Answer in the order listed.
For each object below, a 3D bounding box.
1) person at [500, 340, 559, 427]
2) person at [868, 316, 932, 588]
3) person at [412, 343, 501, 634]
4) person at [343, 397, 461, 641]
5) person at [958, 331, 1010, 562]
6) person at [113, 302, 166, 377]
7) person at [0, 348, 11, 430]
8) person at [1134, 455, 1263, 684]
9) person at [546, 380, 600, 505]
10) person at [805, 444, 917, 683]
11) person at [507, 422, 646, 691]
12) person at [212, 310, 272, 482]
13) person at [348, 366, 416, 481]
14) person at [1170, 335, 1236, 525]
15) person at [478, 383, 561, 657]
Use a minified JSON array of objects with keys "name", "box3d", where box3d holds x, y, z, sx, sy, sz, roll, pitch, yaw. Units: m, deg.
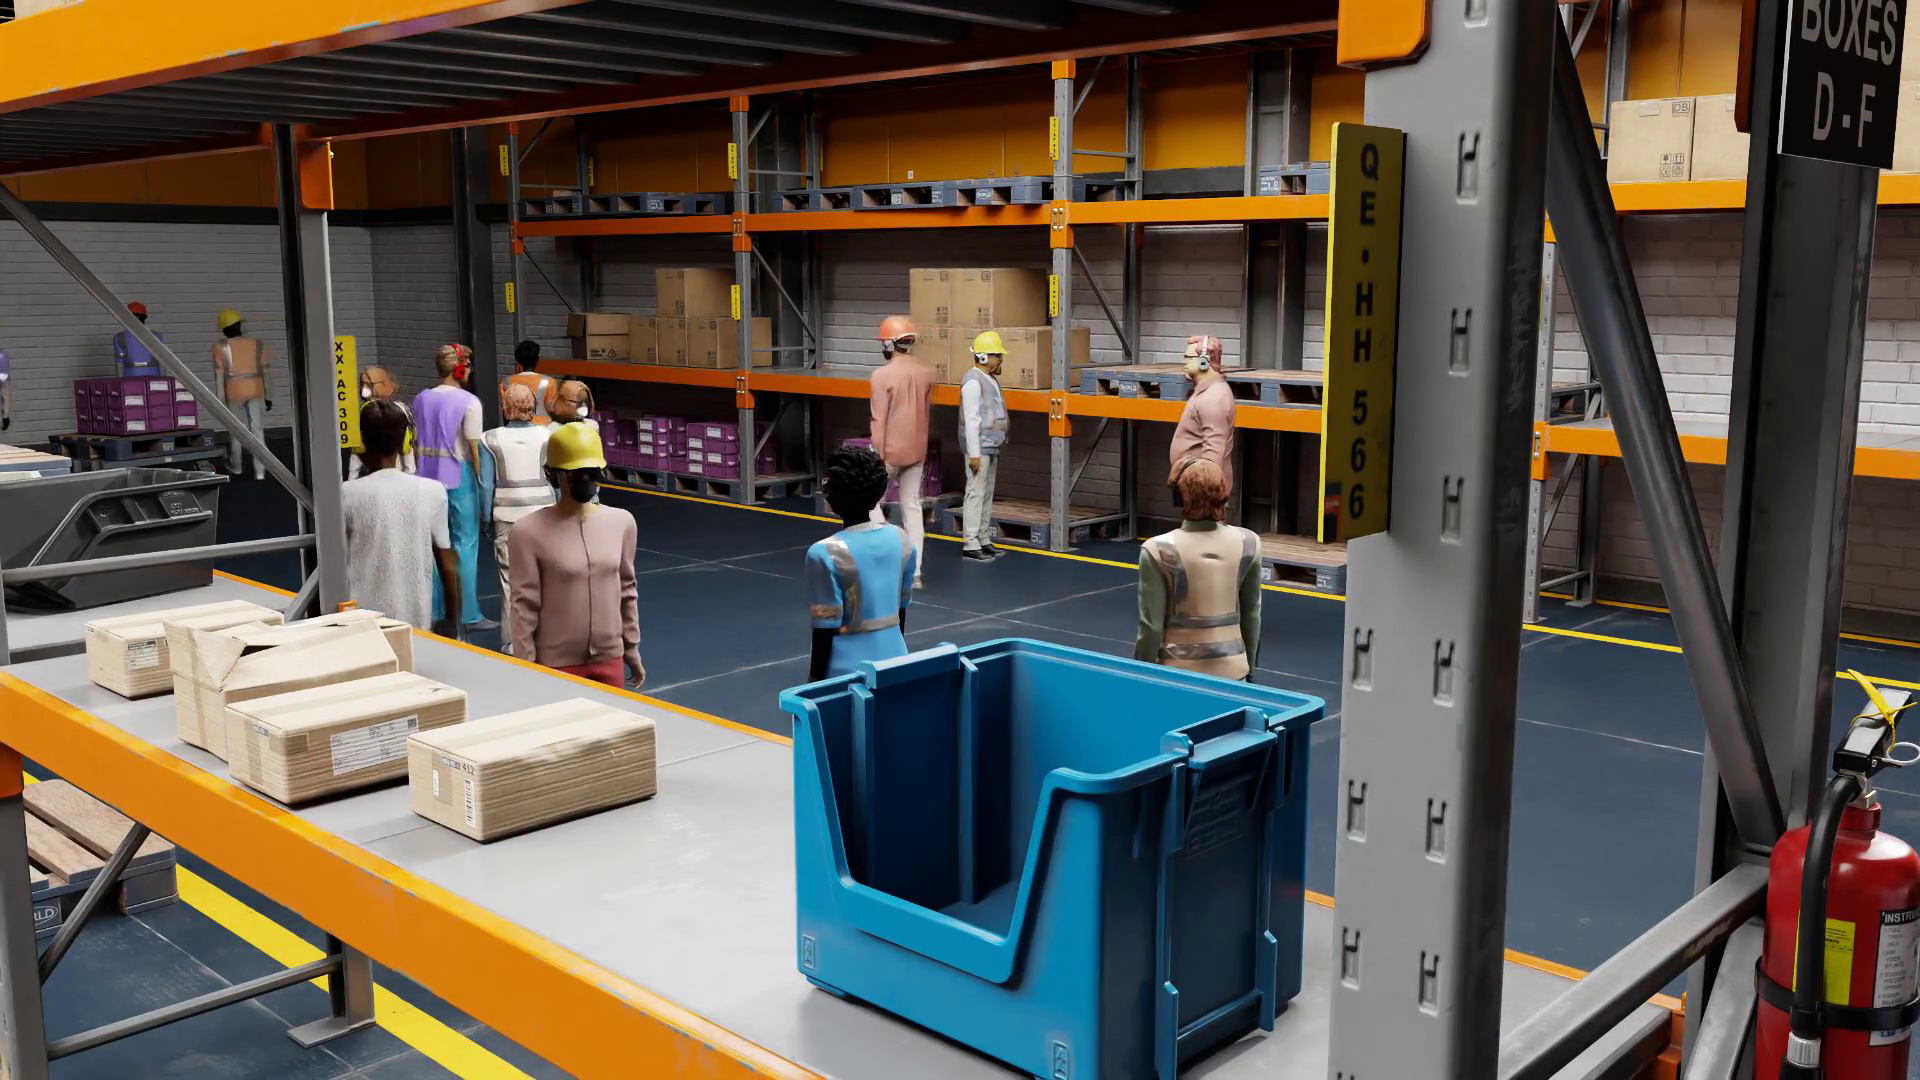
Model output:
[{"name":"person","box3d":[-3.737,-0.892,14.526,0.536,1.700,0.318,1,9,6]},{"name":"person","box3d":[-0.491,-0.636,12.098,0.584,1.974,0.659,8,13,42]},{"name":"person","box3d":[-3.234,-0.322,10.582,0.570,1.843,0.372,5,11,30]},{"name":"person","box3d":[-2.276,0.356,6.519,0.947,1.820,0.498,7,12,39]},{"name":"person","box3d":[0.196,-0.741,13.233,0.403,1.825,0.595,3,10,18]},{"name":"person","box3d":[-9.679,-1.847,19.682,0.542,1.927,0.379,-4,10,-22]},{"name":"person","box3d":[-9.610,-1.276,16.254,0.626,1.898,0.496,-5,10,-27]},{"name":"person","box3d":[0.872,0.510,6.106,0.513,1.642,0.311,-3,10,-20]},{"name":"person","box3d":[-2.486,-0.226,10.702,0.454,1.608,0.571,6,11,32]},{"name":"person","box3d":[-0.368,0.501,5.987,0.318,1.700,0.535,7,11,35]},{"name":"person","box3d":[-1.391,0.446,6.118,0.527,1.767,0.331,-8,12,-41]},{"name":"person","box3d":[-7.876,-1.581,18.238,0.659,1.855,0.986,-8,12,-41]},{"name":"person","box3d":[-4.252,-0.441,12.020,0.530,1.603,0.739,6,11,34]},{"name":"person","box3d":[1.508,-0.322,10.394,0.402,1.911,0.639,1,9,8]},{"name":"person","box3d":[-2.602,-0.114,9.940,0.522,1.638,0.311,-3,10,-17]}]
